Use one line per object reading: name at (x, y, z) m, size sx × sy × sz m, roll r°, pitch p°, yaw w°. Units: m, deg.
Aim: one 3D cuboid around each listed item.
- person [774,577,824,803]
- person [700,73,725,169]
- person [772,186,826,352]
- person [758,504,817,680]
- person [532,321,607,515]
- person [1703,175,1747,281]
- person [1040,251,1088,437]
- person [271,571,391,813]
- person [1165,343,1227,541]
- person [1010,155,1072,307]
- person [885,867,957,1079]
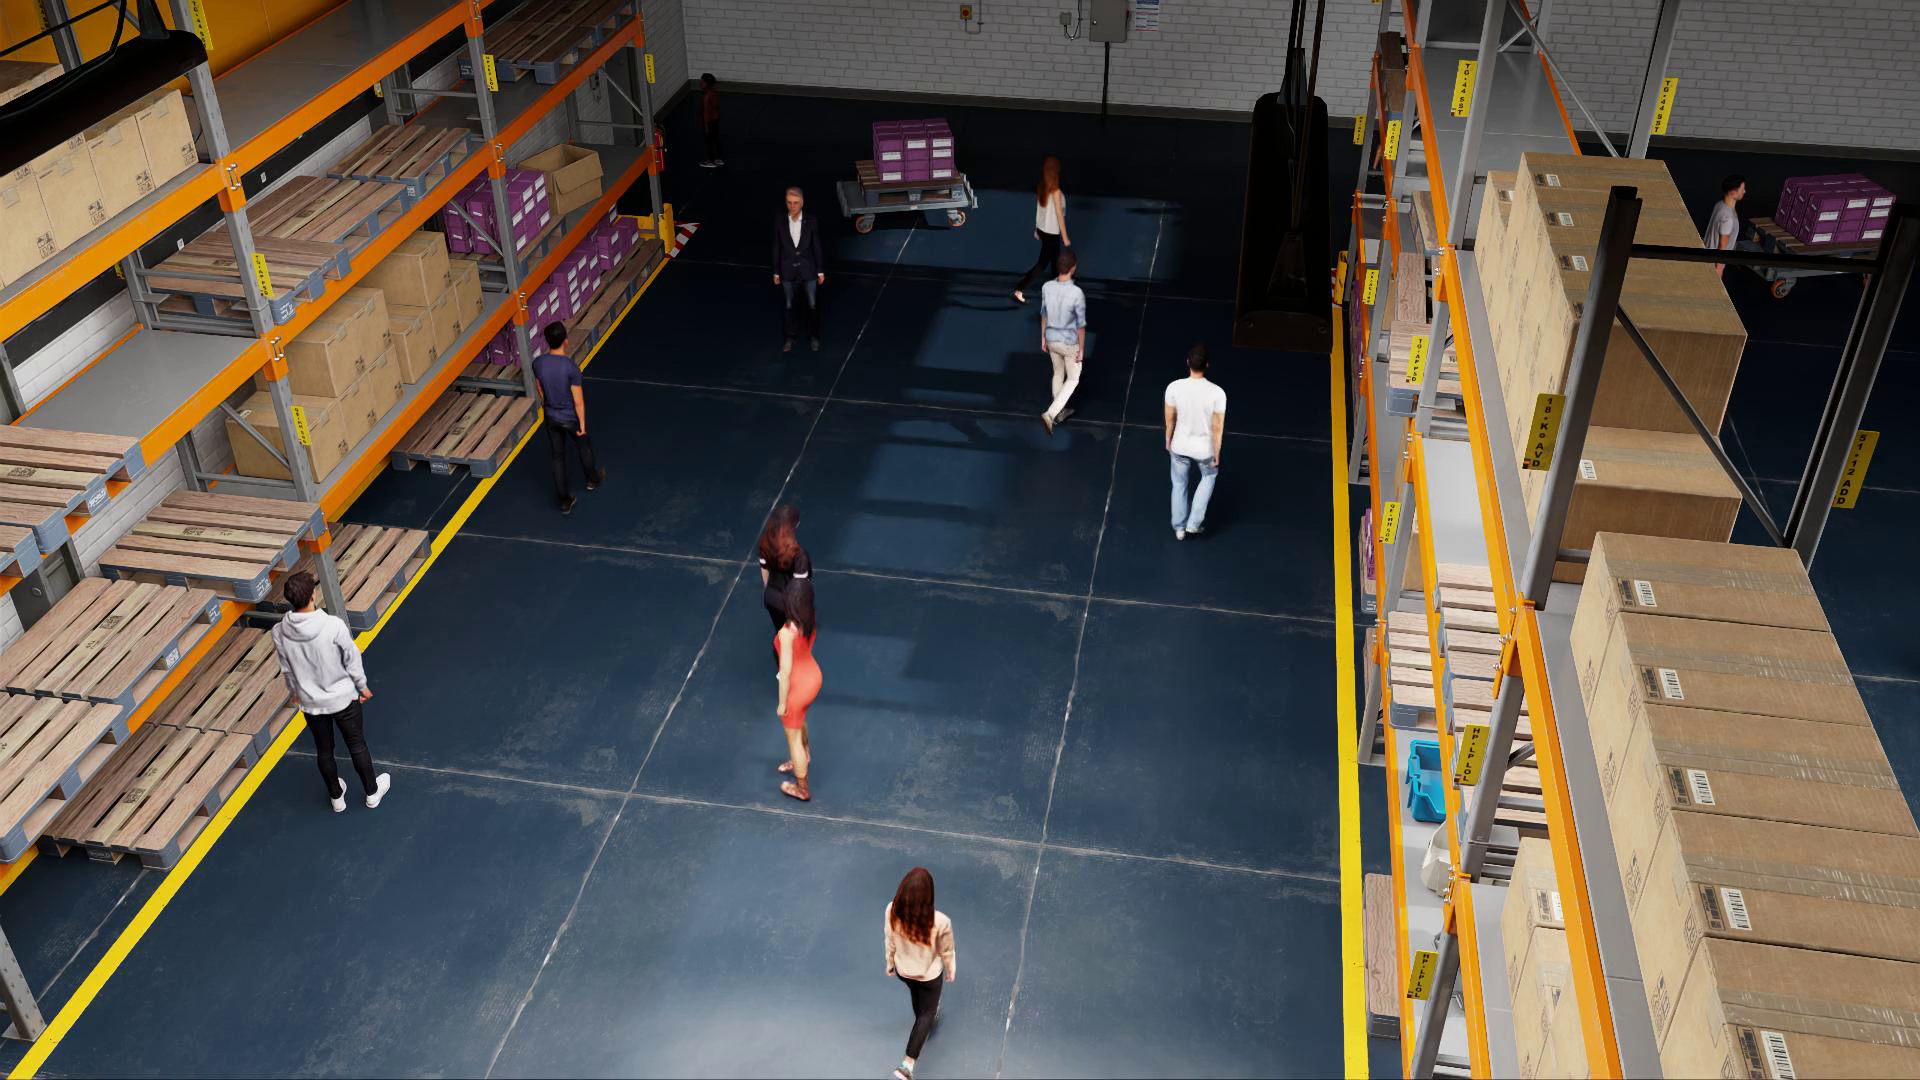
person at (-1.097, 1.021, 11.674) m, size 0.718 × 1.694 × 0.527 m, roll 2°, pitch 34°, yaw 3°
person at (-3.257, -5.555, 21.968) m, size 0.608 × 1.251 × 0.473 m, roll 9°, pitch 35°, yaw 13°
person at (-1.681, -2.848, 17.386) m, size 0.731 × 1.814 × 0.638 m, roll 0°, pitch 34°, yaw 1°
person at (-1.346, 0.486, 12.543) m, size 0.704 × 1.624 × 0.720 m, roll 18°, pitch 38°, yaw 25°
person at (-3.551, -1.033, 14.705) m, size 0.642 × 1.760 × 0.898 m, roll 5°, pitch 34°, yaw 8°
person at (7.927, -2.959, 17.520) m, size 0.738 × 1.851 × 0.492 m, roll 8°, pitch 34°, yaw 12°
person at (0.941, -1.854, 15.875) m, size 0.906 × 1.830 × 1.100 m, roll 20°, pitch 39°, yaw 27°
person at (-4.347, 1.054, 11.413) m, size 0.747 × 1.928 × 0.687 m, roll -5°, pitch 34°, yaw -7°
person at (1.985, -0.778, 14.237) m, size 0.721 × 1.854 × 0.684 m, roll 11°, pitch 35°, yaw 16°
person at (0.901, -3.350, 18.253) m, size 0.977 × 1.691 × 1.091 m, roll -10°, pitch 35°, yaw -15°
person at (-0.264, 2.519, 9.630) m, size 0.685 × 1.462 × 0.958 m, roll 13°, pitch 36°, yaw 18°
